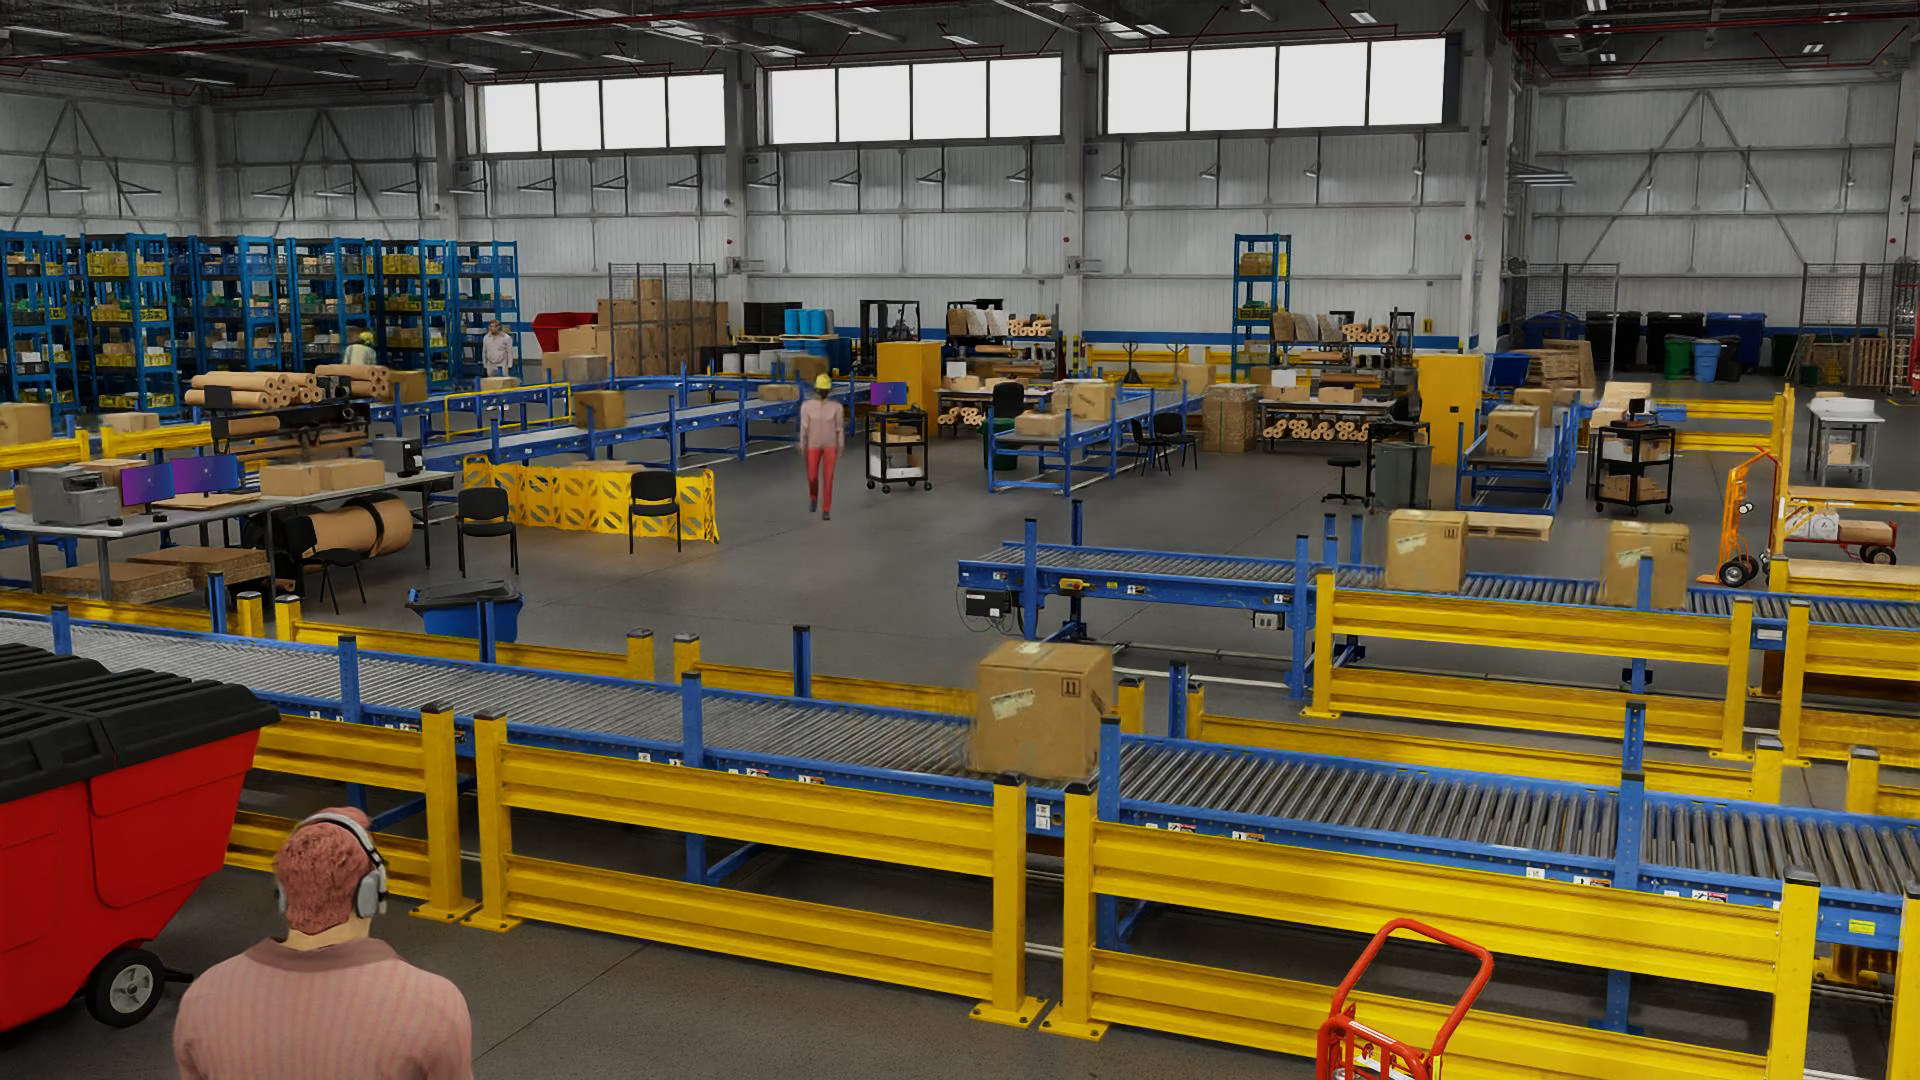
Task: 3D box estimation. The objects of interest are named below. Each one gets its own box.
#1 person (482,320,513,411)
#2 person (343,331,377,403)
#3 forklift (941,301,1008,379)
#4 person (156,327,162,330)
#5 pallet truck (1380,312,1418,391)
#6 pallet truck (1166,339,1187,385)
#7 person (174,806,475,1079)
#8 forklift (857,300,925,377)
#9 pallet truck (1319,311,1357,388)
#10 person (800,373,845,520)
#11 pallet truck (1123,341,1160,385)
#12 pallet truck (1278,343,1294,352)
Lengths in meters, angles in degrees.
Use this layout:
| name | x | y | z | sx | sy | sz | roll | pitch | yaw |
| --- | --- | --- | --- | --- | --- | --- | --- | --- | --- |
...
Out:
| name | x | y | z | sx | sy | sz | roll | pitch | yaw |
| --- | --- | --- | --- | --- | --- | --- | --- | --- | --- |
| person | -9.688 | -3.649 | 34.812 | 0.645 | 1.903 | 0.400 | 1 | 9 | 8 |
| person | -11.544 | -3.132 | 32.073 | 0.666 | 1.773 | 0.608 | 0 | 9 | 2 |
| forklift | 0.365 | -4.966 | 41.571 | 1.157 | 1.987 | 2.680 | 3 | 10 | 20 |
| person | -17.901 | -4.008 | 37.222 | 0.571 | 1.831 | 0.409 | -7 | 12 | -35 |
| pallet truck | 10.207 | -4.283 | 38.369 | 0.823 | 1.965 | 1.885 | 3 | 10 | 20 |
| pallet truck | 5.418 | -4.269 | 40.420 | 0.704 | 1.261 | 1.522 | 3 | 10 | 20 |
| person | -1.316 | 1.509 | 3.590 | 0.642 | 1.899 | 0.395 | 1 | 9 | 6 |
| forklift | -1.732 | -5.109 | 42.468 | 1.157 | 1.987 | 2.680 | 4 | 10 | 22 |
| pallet truck | 9.071 | -4.419 | 39.190 | 0.823 | 1.965 | 1.885 | 5 | 10 | 26 |
| person | -1.639 | -1.116 | 19.869 | 0.534 | 1.754 | 0.372 | -1 | 9 | -7 |
| pallet truck | 4.445 | -4.380 | 41.279 | 0.680 | 1.201 | 1.601 | 4 | 10 | 22 |
| pallet truck | 7.886 | -4.163 | 39.743 | 0.653 | 1.274 | 1.630 | 4 | 10 | 22 |
